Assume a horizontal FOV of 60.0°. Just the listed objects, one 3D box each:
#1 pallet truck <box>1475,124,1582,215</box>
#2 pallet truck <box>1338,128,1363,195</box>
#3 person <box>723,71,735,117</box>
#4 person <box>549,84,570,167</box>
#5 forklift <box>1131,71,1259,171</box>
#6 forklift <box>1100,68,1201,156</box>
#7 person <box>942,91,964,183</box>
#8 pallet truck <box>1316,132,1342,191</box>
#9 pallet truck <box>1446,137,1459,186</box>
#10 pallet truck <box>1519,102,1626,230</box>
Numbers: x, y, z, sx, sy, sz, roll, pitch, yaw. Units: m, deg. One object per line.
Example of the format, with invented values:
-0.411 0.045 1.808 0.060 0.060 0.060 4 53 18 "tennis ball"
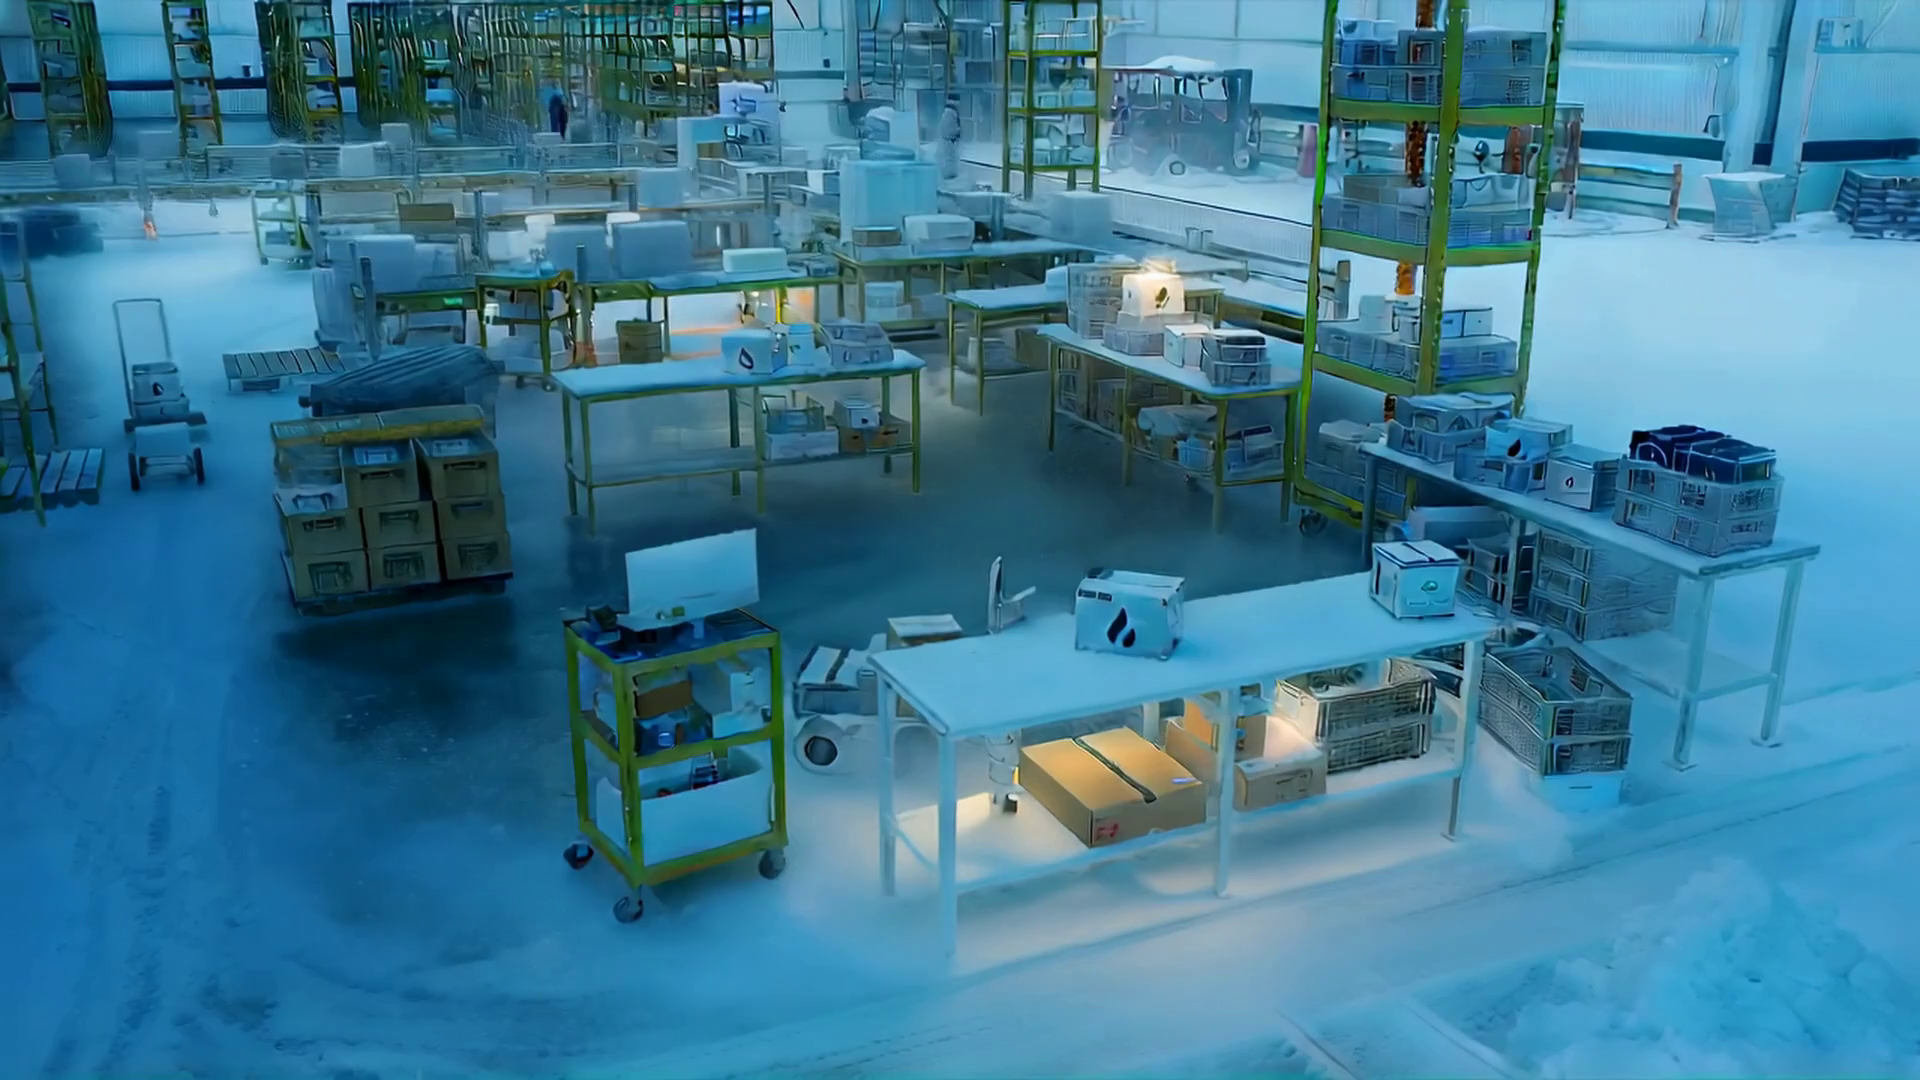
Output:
9.707 -6.455 28.103 1.885 1.965 0.823 -7 19 -20 "pallet truck"
7.845 -7.140 31.411 1.522 1.261 0.704 -9 20 -25 "pallet truck"
-6.487 -12.483 47.396 0.854 1.819 0.587 -12 21 -33 "person"
-8.514 -8.752 35.487 0.407 1.906 0.655 -3 18 -10 "person"
4.998 -8.936 35.413 2.680 1.987 1.157 -9 20 -25 "forklift"
4.082 -9.564 37.410 2.680 1.987 1.157 -8 19 -23 "forklift"
-0.152 -8.206 33.913 0.424 1.818 0.591 4 18 13 "person"
7.723 -7.504 32.656 1.601 1.201 0.680 -8 19 -23 "pallet truck"
9.184 -6.485 29.328 1.630 1.274 0.653 -8 19 -23 "pallet truck"
9.972 -6.037 26.785 1.885 1.965 0.823 -9 20 -25 "pallet truck"
